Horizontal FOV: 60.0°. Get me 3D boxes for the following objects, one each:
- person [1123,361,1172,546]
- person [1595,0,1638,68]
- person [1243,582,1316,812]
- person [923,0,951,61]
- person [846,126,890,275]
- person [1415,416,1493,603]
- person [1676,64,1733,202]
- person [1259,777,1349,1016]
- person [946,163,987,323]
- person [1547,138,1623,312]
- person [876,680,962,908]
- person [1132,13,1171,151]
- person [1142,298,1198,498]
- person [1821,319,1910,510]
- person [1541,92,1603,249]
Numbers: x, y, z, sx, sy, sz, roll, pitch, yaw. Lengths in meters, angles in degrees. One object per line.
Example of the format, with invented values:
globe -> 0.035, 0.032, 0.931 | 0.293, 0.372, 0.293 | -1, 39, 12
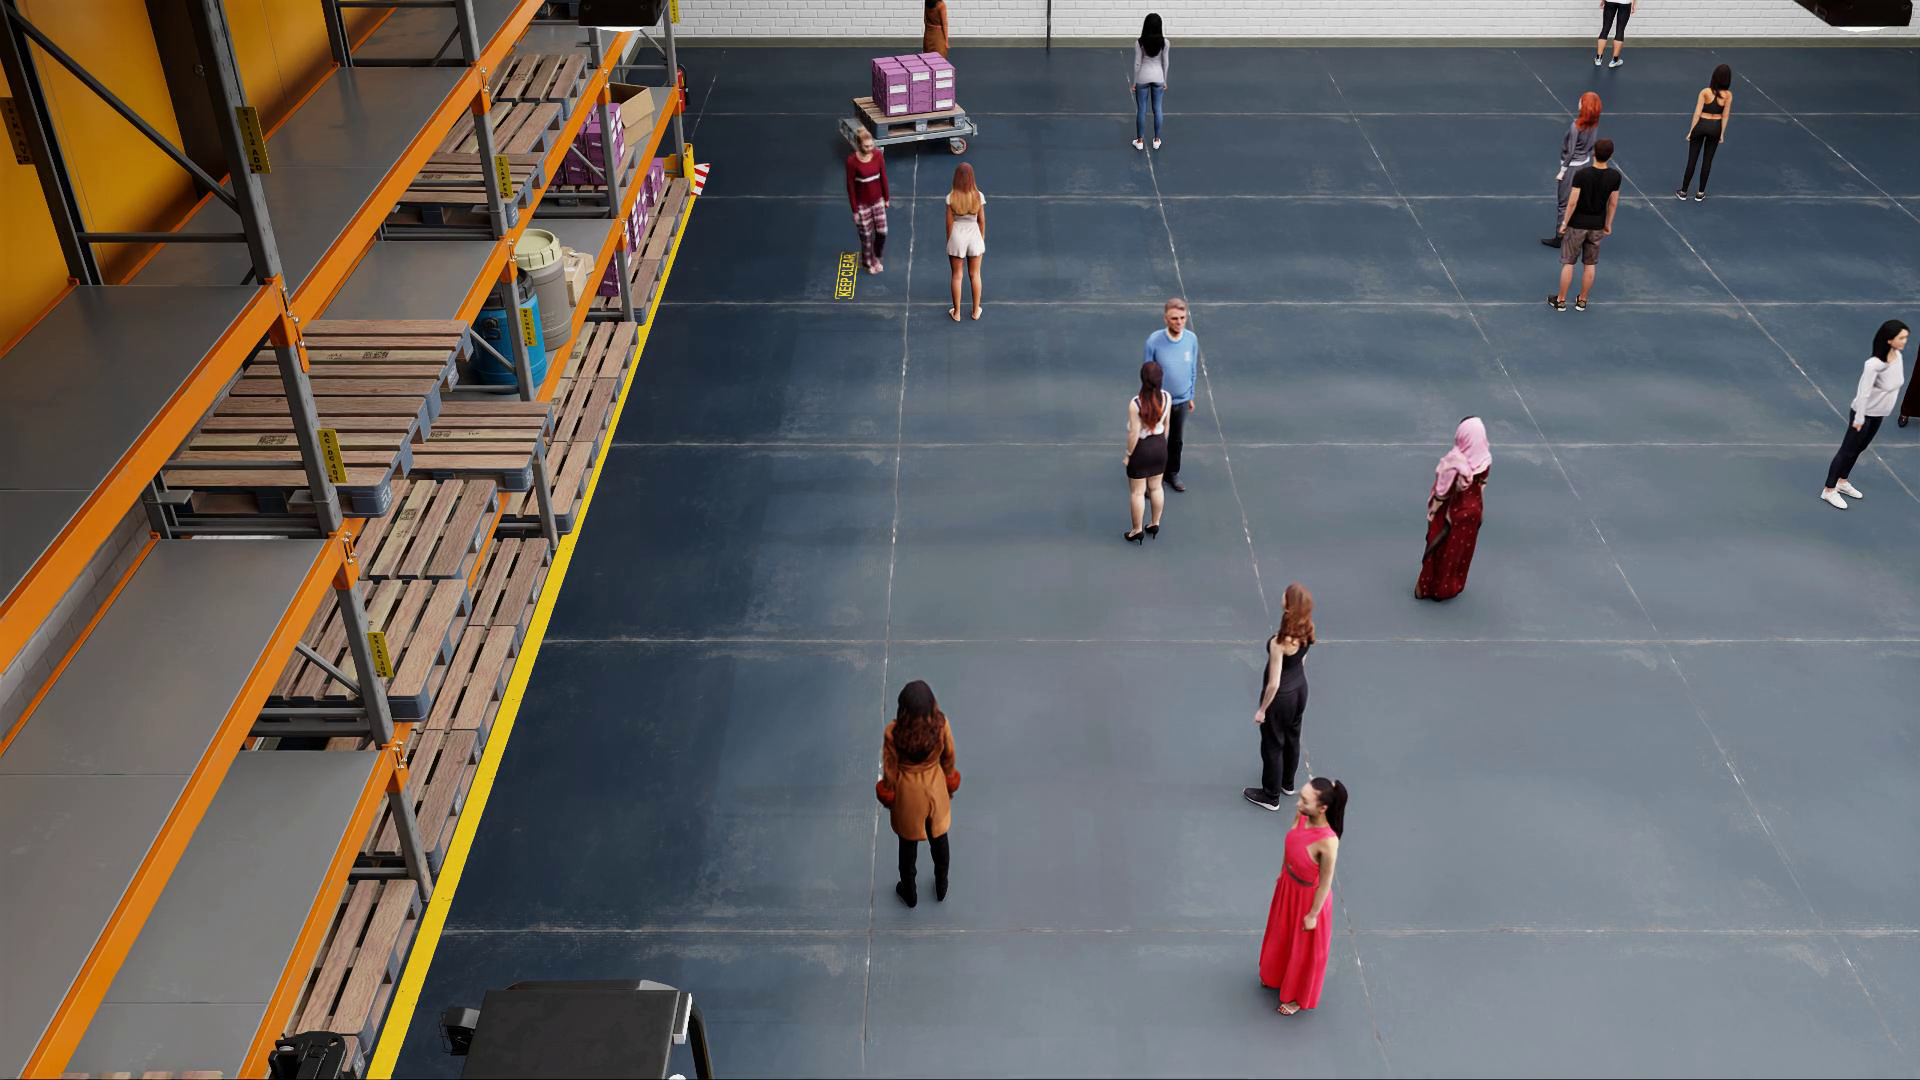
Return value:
person -> 1.527, -0.714, 13.629 | 0.641, 1.648, 0.654 | -17, 37, -24
person -> 9.570, -7.832, 24.154 | 0.749, 1.851, 0.753 | 19, 38, 26
person -> 2.138, 1.022, 10.927 | 0.724, 1.747, 0.657 | 27, 42, 35
person -> -0.333, -6.870, 22.853 | 0.698, 1.689, 0.632 | -28, 43, -35
person -> -1.026, -3.703, 18.084 | 0.775, 1.694, 0.782 | -14, 36, -21
person -> 3.866, -0.245, 12.933 | 0.746, 1.638, 0.732 | -12, 36, -18
person -> 8.932, -4.876, 19.895 | 0.617, 1.643, 0.578 | 9, 35, 14
person -> 1.957, 2.013, 9.454 | 0.740, 1.727, 0.605 | -10, 35, -14
person -> 0.050, -3.068, 17.126 | 0.581, 1.697, 0.576 | -3, 34, -5
person -> 6.506, -3.276, 17.290 | 0.687, 1.861, 0.557 | 1, 34, 1
person -> -0.247, 1.549, 10.160 | 0.735, 1.719, 0.673 | -7, 34, -11
person -> 2.436, -5.878, 21.319 | 0.617, 1.735, 0.536 | -2, 34, -3
person -> 1.785, -1.245, 14.273 | 0.717, 1.820, 0.681 | -10, 35, -15
person -> 7.724, -1.094, 14.154 | 0.711, 1.700, 0.751 | -24, 40, -31
person -> 6.906, -4.169, 18.707 | 0.658, 1.780, 0.683 | -22, 40, -30
